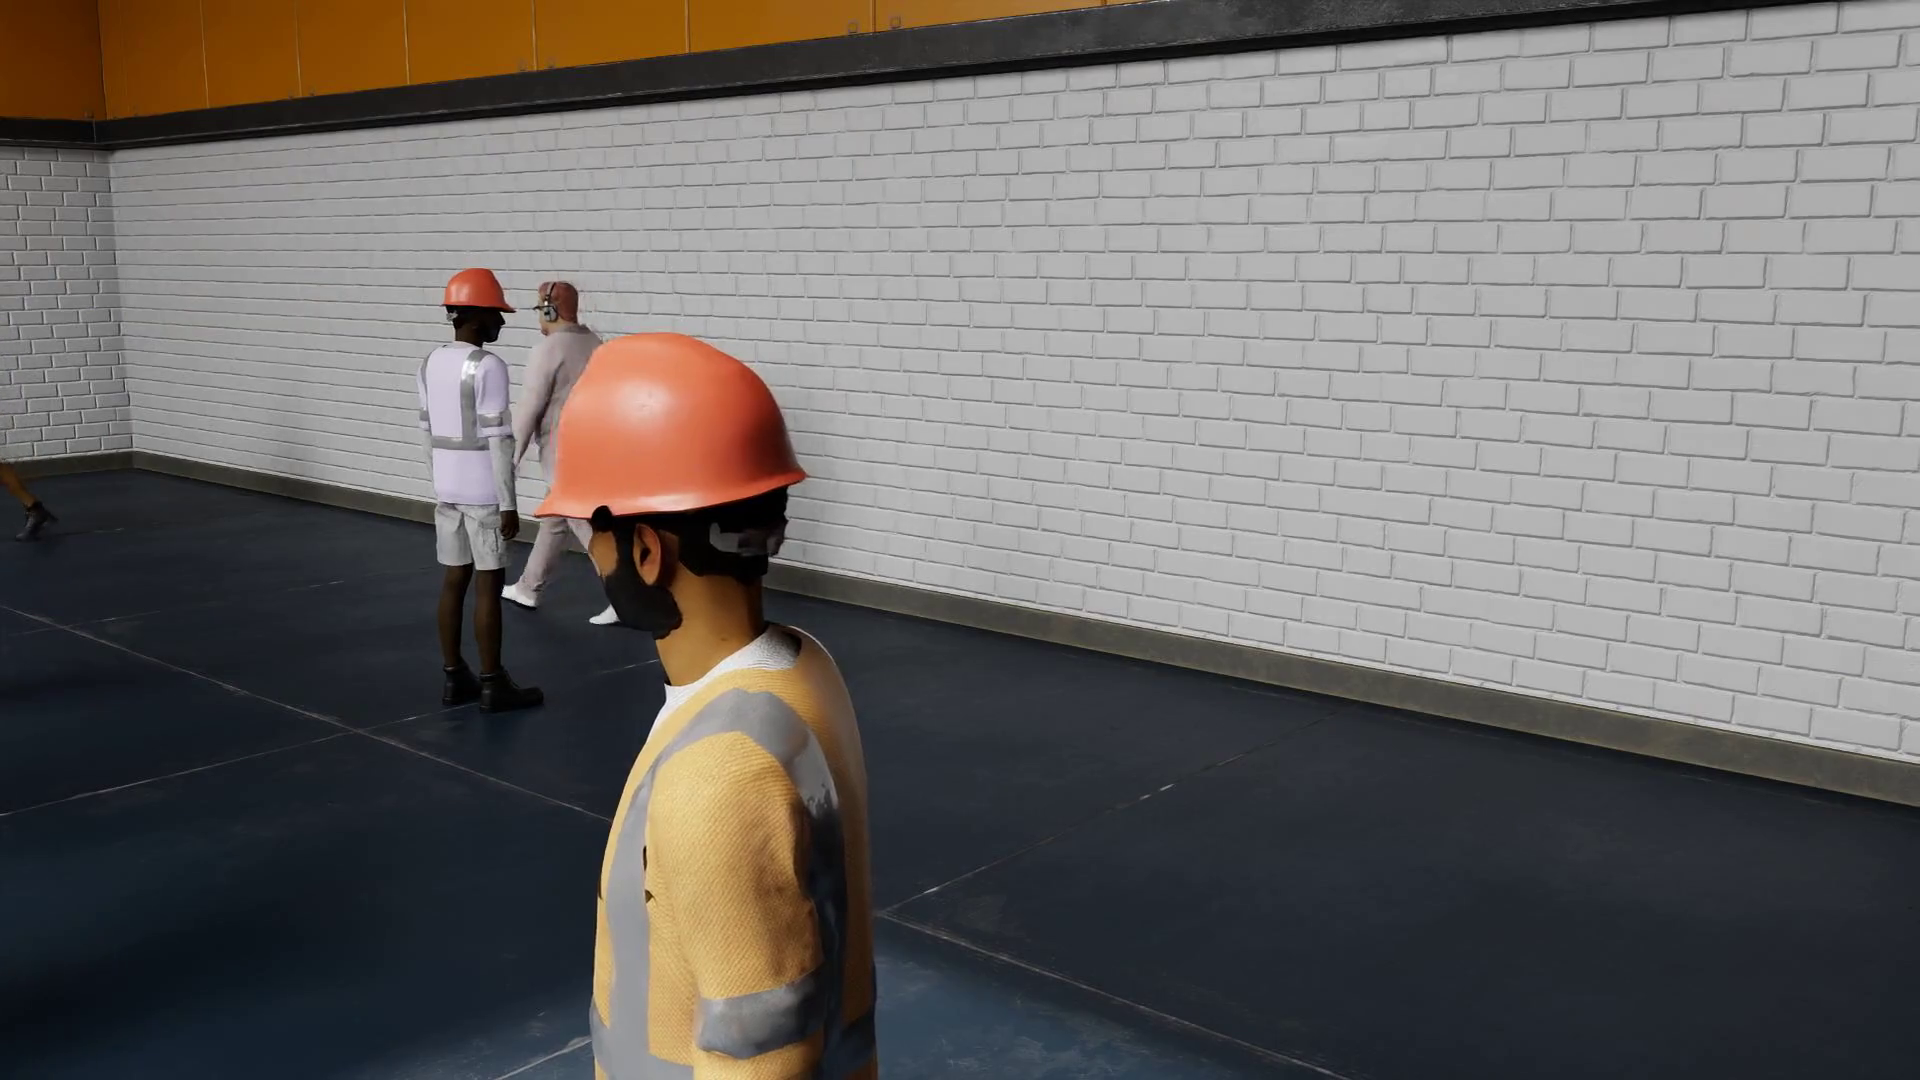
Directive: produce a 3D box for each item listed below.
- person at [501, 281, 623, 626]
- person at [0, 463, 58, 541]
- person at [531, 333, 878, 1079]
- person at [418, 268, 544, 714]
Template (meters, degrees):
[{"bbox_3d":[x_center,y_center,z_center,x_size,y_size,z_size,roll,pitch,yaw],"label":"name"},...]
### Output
[{"bbox_3d":[-2.151,-0.465,8.992,1.038,1.846,0.649,3,10,16],"label":"person"},{"bbox_3d":[-6.747,-0.877,11.271,1.037,1.883,0.575,-5,11,-28],"label":"person"},{"bbox_3d":[-0.273,0.740,1.872,0.367,1.932,0.551,0,10,-2],"label":"person"},{"bbox_3d":[-2.112,-0.212,7.292,0.548,1.934,0.376,8,13,37],"label":"person"}]
